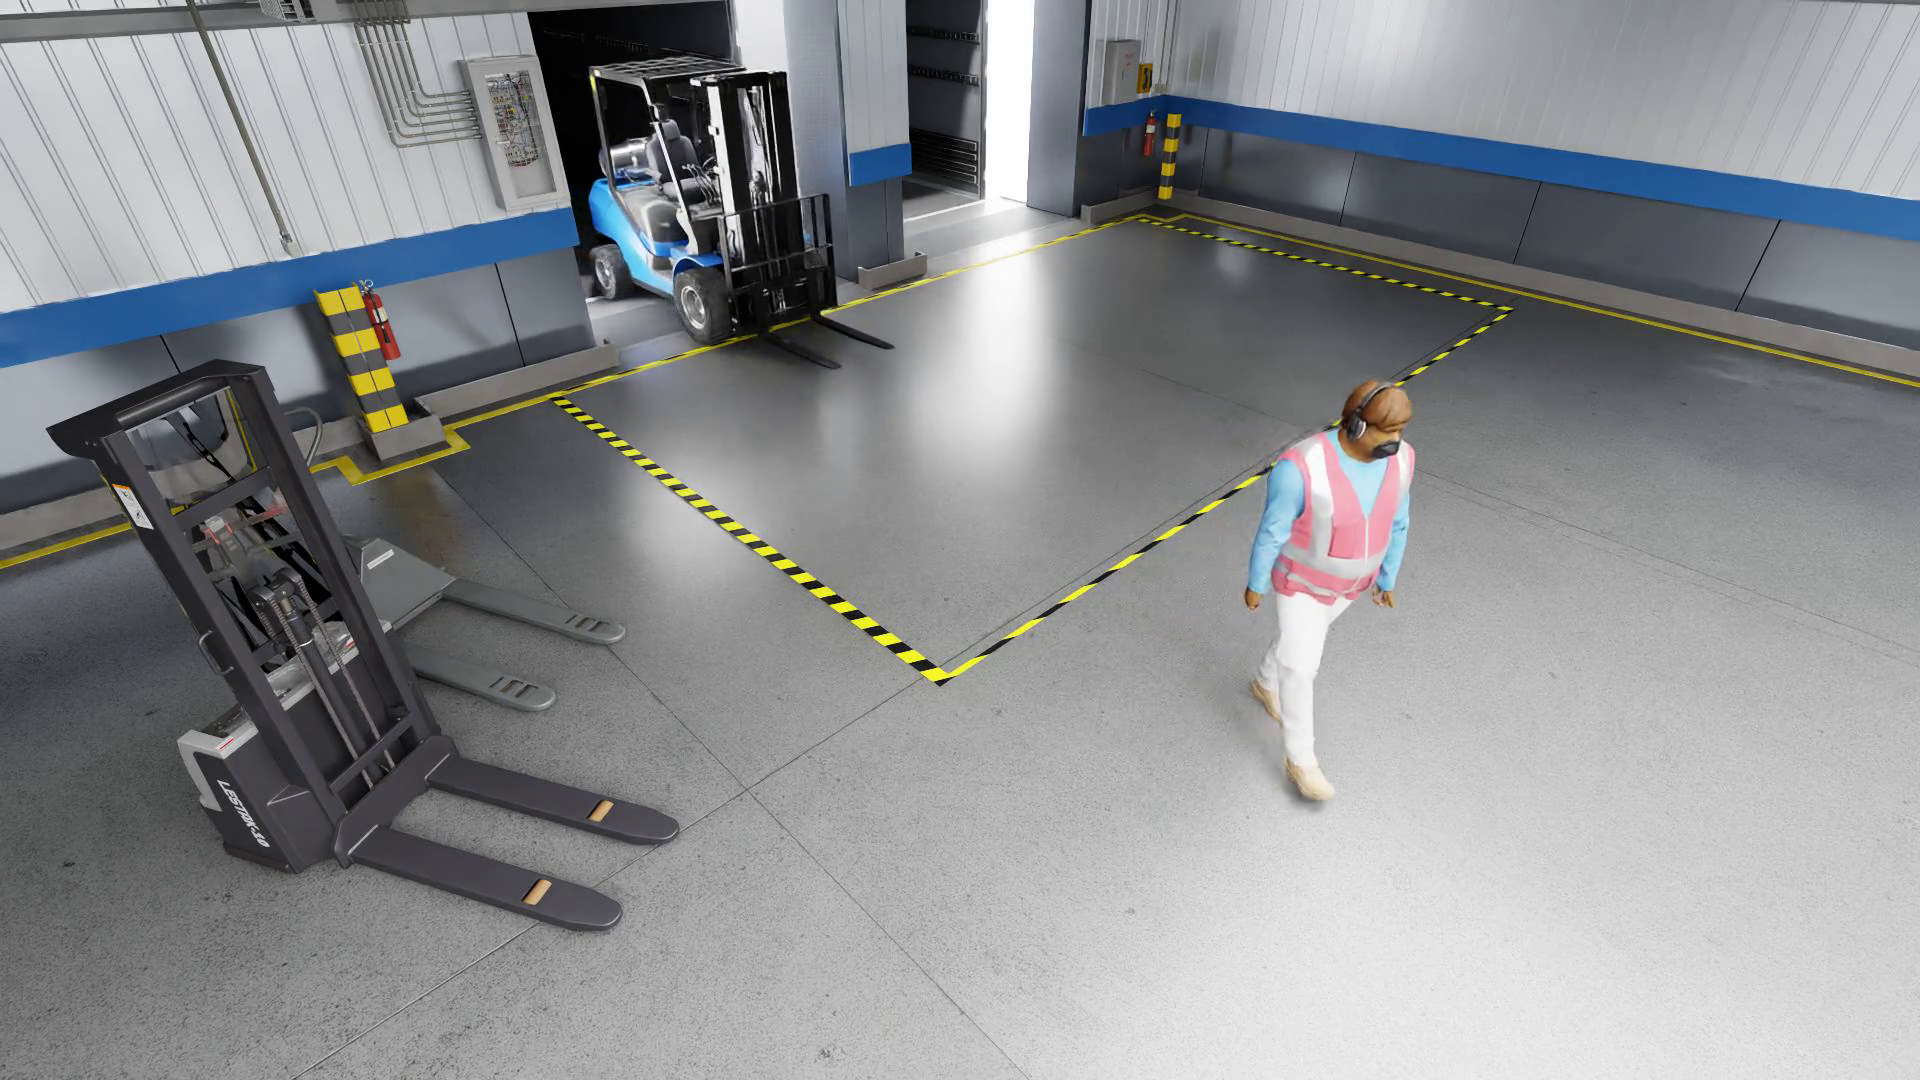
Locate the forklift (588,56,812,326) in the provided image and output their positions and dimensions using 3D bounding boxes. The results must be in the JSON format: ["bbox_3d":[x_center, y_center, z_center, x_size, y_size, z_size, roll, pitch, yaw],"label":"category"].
[{"bbox_3d":[-2.485,-3.322,8.524,2.680,2.036,1.157,29,44,36],"label":"forklift"}]

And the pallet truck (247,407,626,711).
[{"bbox_3d":[-2.628,0.038,4.590,1.601,1.201,0.680,12,36,18],"label":"pallet truck"}]

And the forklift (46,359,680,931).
[{"bbox_3d":[-2.135,0.422,3.354,1.885,1.965,0.823,10,35,14],"label":"forklift"}]

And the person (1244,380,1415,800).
[{"bbox_3d":[1.579,0.215,3.815,0.650,1.812,0.805,-10,36,-15],"label":"person"}]
